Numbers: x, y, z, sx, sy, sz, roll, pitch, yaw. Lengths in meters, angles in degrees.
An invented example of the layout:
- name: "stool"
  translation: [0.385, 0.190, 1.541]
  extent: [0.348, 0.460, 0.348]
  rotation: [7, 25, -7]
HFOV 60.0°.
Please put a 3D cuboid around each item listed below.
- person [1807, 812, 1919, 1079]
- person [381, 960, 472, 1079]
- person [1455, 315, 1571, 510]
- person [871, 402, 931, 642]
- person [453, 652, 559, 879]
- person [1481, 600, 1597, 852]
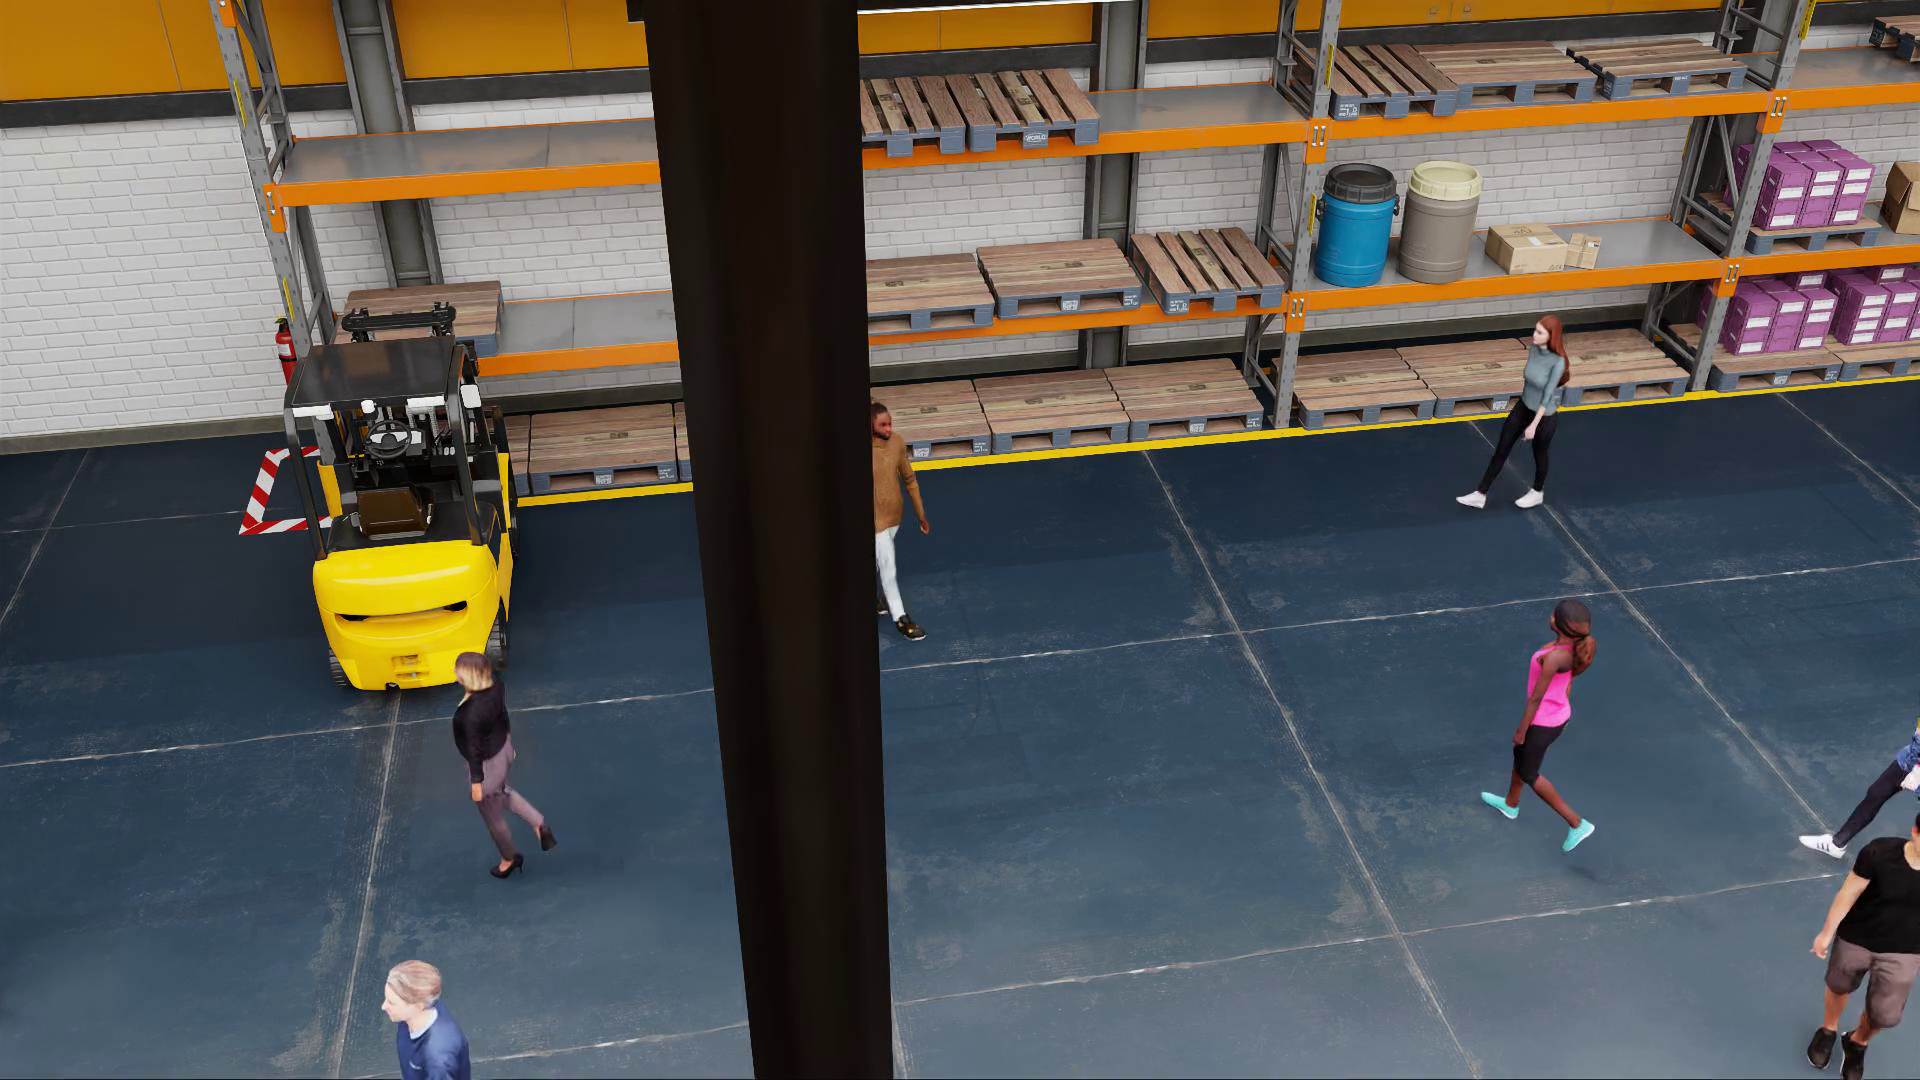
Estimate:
- name: "person"
  translation: [4.753, 1.989, 8.560]
  extent: [0.800, 1.846, 0.875]
  rotation: [19, 38, 26]
- name: "person"
  translation: [-2.267, 2.616, 7.629]
  extent: [1.257, 1.832, 1.024]
  rotation: [-24, 40, -32]
- name: "person"
  translation: [4.615, -0.975, 13.137]
  extent: [1.054, 1.714, 0.716]
  rotation: [-13, 36, -18]
- name: "person"
  translation: [-0.624, -0.209, 11.924]
  extent: [1.048, 1.781, 1.069]
  rotation: [29, 43, 36]
- name: "person"
  translation: [-2.648, 1.339, 9.704]
  extent: [0.759, 1.661, 0.678]
  rotation: [2, 34, 3]
- name: "person"
  translation: [3.575, 1.131, 9.978]
  extent: [0.978, 1.705, 0.985]
  rotation: [28, 43, 35]
